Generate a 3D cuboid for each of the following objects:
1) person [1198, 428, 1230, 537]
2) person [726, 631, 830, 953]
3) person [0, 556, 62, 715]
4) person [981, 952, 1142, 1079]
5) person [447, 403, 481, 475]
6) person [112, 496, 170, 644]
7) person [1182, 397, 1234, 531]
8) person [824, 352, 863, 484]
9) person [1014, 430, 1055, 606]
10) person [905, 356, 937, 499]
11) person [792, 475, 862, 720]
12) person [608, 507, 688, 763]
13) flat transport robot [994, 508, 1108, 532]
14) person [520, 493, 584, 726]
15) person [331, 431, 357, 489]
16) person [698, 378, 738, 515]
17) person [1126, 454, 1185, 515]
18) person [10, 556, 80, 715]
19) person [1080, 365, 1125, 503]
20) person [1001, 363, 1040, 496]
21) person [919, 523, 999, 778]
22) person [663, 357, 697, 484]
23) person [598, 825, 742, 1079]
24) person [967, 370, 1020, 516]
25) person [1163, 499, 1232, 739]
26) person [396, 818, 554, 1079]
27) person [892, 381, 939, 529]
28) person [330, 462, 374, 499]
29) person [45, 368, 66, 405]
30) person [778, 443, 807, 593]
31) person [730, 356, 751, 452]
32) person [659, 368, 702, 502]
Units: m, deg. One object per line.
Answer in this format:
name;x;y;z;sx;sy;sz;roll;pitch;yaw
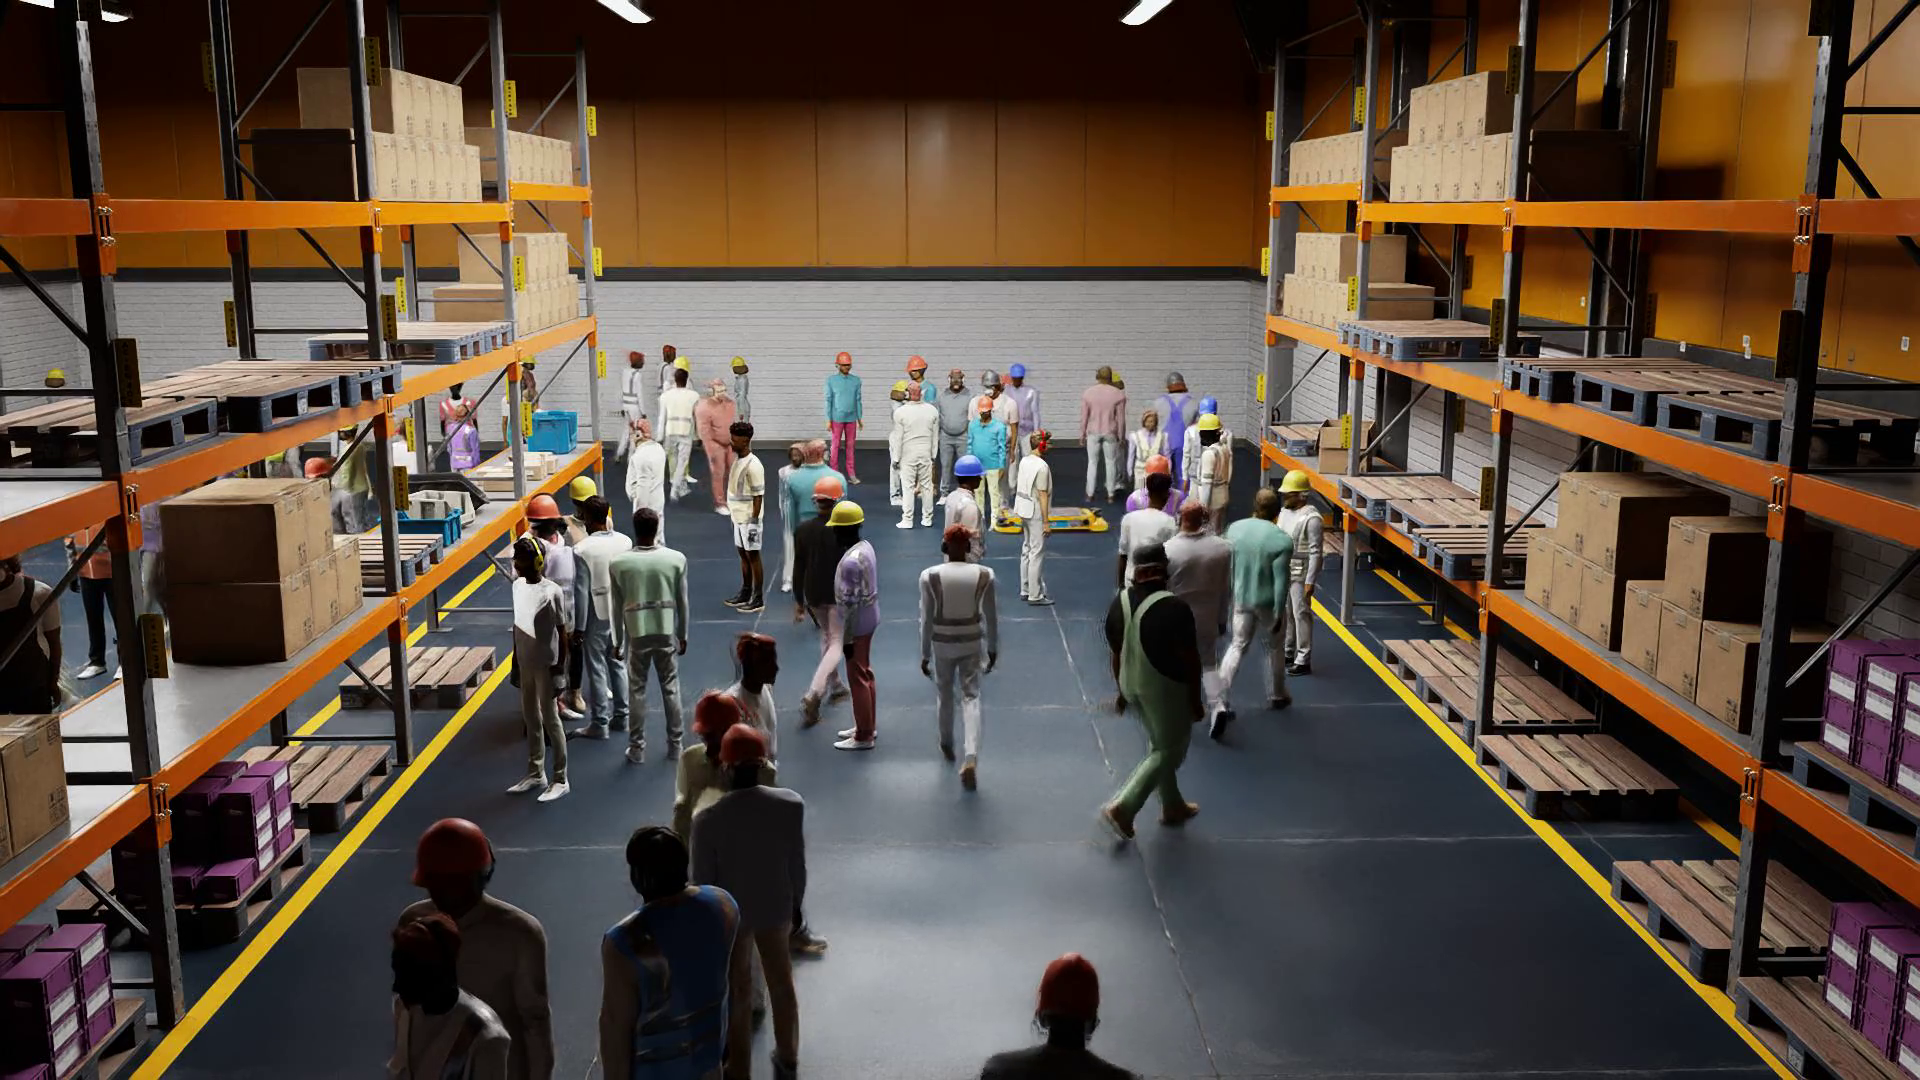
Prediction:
person;2.835;-0.479;18.797;0.354;1.738;0.574;6;13;30
person;-1.049;1.408;9.027;0.796;1.853;0.571;4;12;19
person;-6.256;0.940;10.919;0.682;2.000;0.538;-5;12;-24
person;0.357;2.187;5.507;0.582;1.704;0.924;4;12;18
person;-6.360;-0.933;21.348;0.519;1.633;0.312;6;13;29
person;-7.782;0.053;15.785;0.599;1.876;0.997;4;12;17
person;2.887;-0.713;19.469;0.610;1.938;0.410;4;12;19
person;-1.734;-1.819;24.871;0.608;1.995;0.377;-6;13;-28
person;0.773;-0.230;17.308;0.394;1.836;0.560;-4;12;-19
person;-0.583;-1.605;23.724;0.419;2.031;0.604;-8;14;-36
person;-1.088;0.459;13.549;0.612;1.963;0.912;5;12;25
person;-2.314;0.710;12.415;0.588;1.908;0.403;-4;12;-19
flat transport robot;1.149;-0.264;21.410;1.431;0.197;0.652;-1;11;-5
person;-3.292;0.558;13.179;0.411;1.906;0.603;3;12;15
person;-8.308;-1.199;22.404;0.319;1.739;0.484;3;12;14
person;-3.172;-1.233;22.225;0.537;1.877;0.680;11;15;43
person;1.781;0.164;15.121;0.550;1.923;0.391;-1;11;-5
person;-7.402;0.739;13.058;0.507;1.595;0.825;10;15;41
person;1.999;-1.479;23.316;0.631;1.939;0.368;1;11;5
person;0.868;-1.623;24.052;0.626;1.930;0.709;2;11;11
person;-0.001;0.791;12.171;0.588;1.848;0.956;-1;11;-7
person;-4.159;-1.785;24.902;0.395;1.914;0.590;8;14;35
person;-1.105;1.963;6.314;0.429;1.835;0.629;9;15;39
person;0.405;-1.207;21.685;0.684;2.000;0.535;3;12;17
person;1.800;0.615;12.947;0.651;1.877;0.778;-2;11;-11
person;-1.769;1.944;6.033;0.618;1.986;0.408;3;12;15
person;-0.589;-1.091;21.438;0.640;1.911;0.410;-6;13;-27
person;-8.606;-1.294;23.256;0.503;1.583;0.857;7;13;30
person;-13.502;-1.704;24.931;0.321;1.741;0.489;-6;13;-29
person;-1.733;-0.271;18.106;0.514;1.596;0.858;2;11;10
person;-3.557;-2.108;26.975;0.324;1.737;0.484;-1;11;-5
person;-3.979;-1.486;23.523;0.616;1.880;0.932;3;12;13
